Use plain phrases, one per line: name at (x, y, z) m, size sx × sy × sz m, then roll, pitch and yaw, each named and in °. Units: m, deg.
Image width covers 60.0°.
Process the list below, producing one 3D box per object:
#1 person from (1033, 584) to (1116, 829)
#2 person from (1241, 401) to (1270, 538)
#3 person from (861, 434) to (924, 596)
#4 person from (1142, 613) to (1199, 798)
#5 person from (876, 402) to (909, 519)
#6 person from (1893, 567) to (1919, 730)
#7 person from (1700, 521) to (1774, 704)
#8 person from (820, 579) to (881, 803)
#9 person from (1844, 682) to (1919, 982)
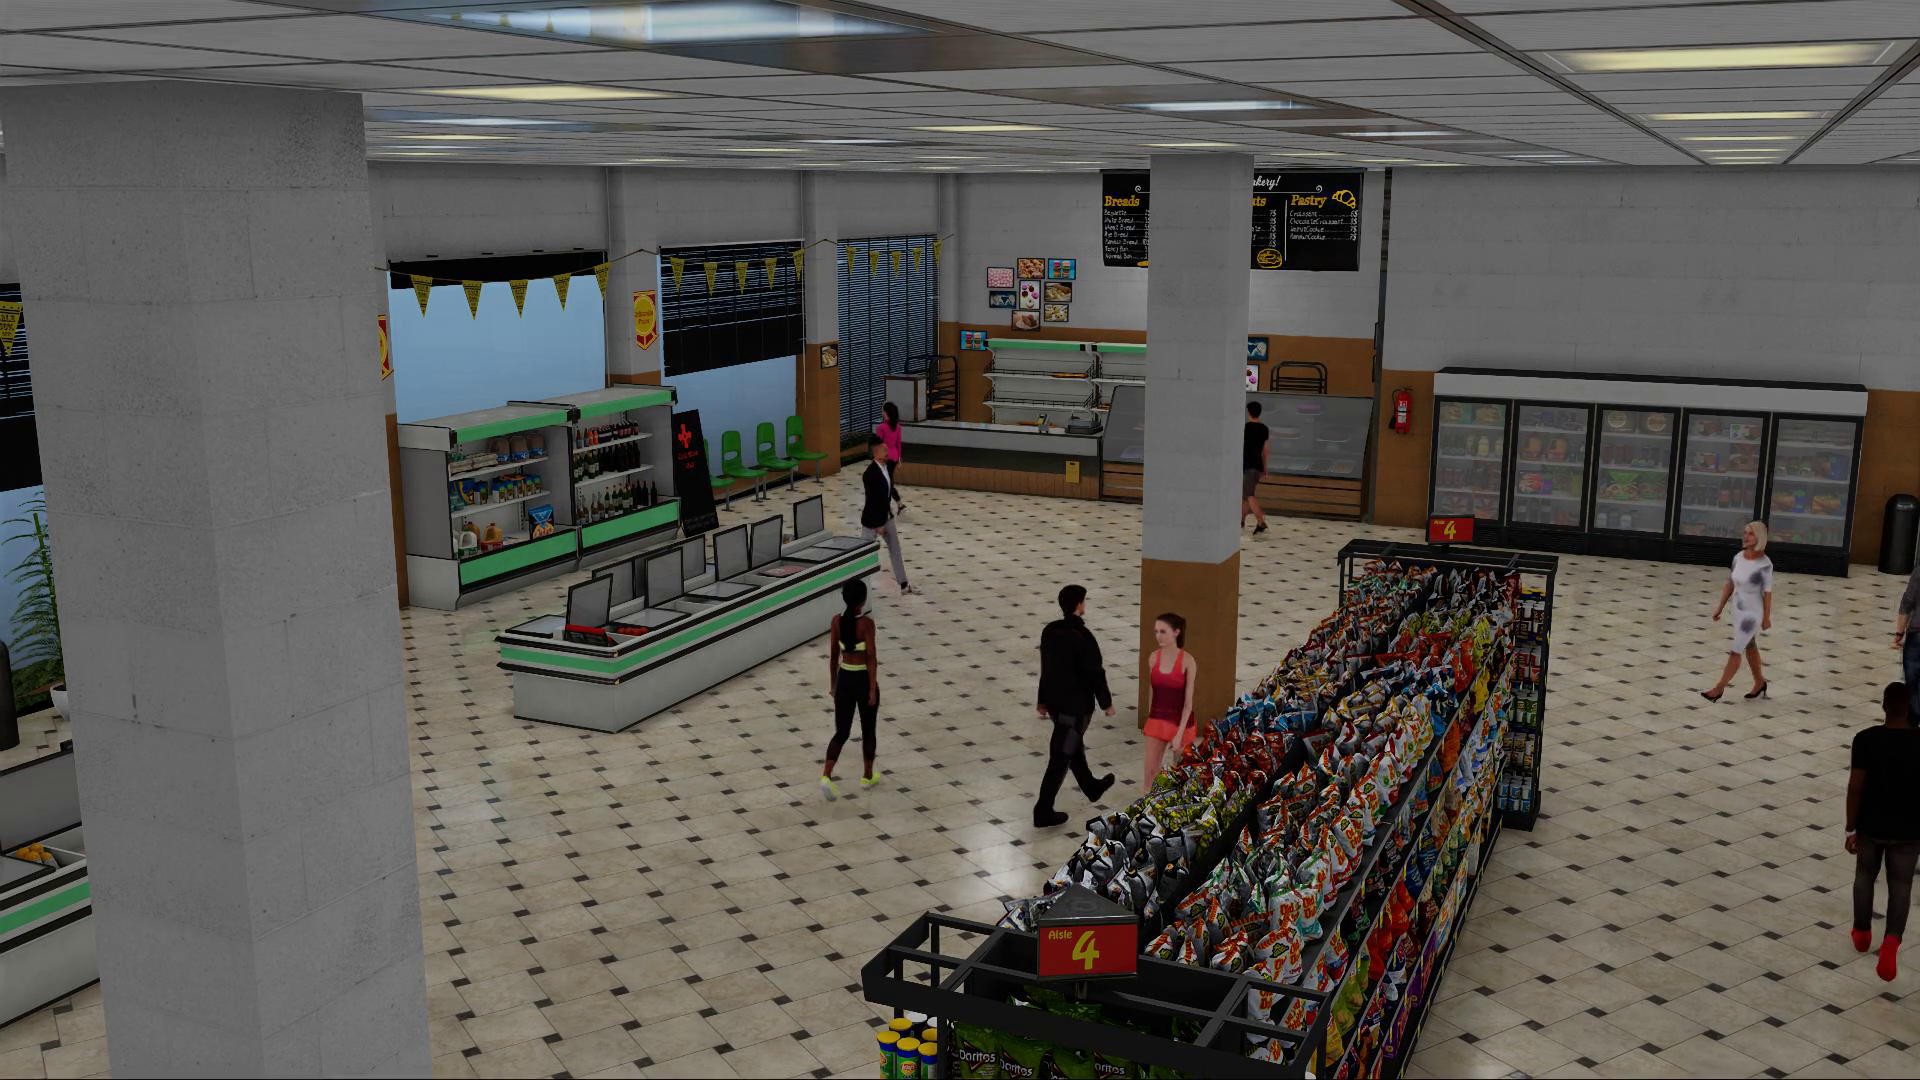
person at (0.735, 1.270, 12.364) m, size 1.255 × 1.792 × 1.094 m, roll -8°, pitch 14°, yaw -32°
person at (4.030, -0.957, 22.836) m, size 1.218 × 1.835 × 1.191 m, roll -6°, pitch 13°, yaw -28°
person at (-1.053, -0.260, 19.379) m, size 0.793 × 1.896 × 1.179 m, roll 6°, pitch 13°, yaw 26°
person at (1.577, 1.362, 12.108) m, size 0.572 × 1.719 × 0.959 m, roll 6°, pitch 14°, yaw 28°
person at (-0.996, -1.130, 24.068) m, size 1.100 × 1.667 × 0.958 m, roll -10°, pitch 15°, yaw -40°
person at (8.200, 0.871, 14.071) m, size 0.760 × 1.870 × 0.651 m, roll 3°, pitch 12°, yaw 13°
person at (7.320, 0.688, 15.343) m, size 1.079 × 1.704 × 1.053 m, roll -4°, pitch 12°, yaw -17°
person at (-0.859, 1.188, 12.908) m, size 0.590 × 1.728 × 1.075 m, roll 5°, pitch 13°, yaw 22°
person at (5.617, 1.766, 10.045) m, size 0.685 × 1.778 × 1.101 m, roll 6°, pitch 13°, yaw 27°
